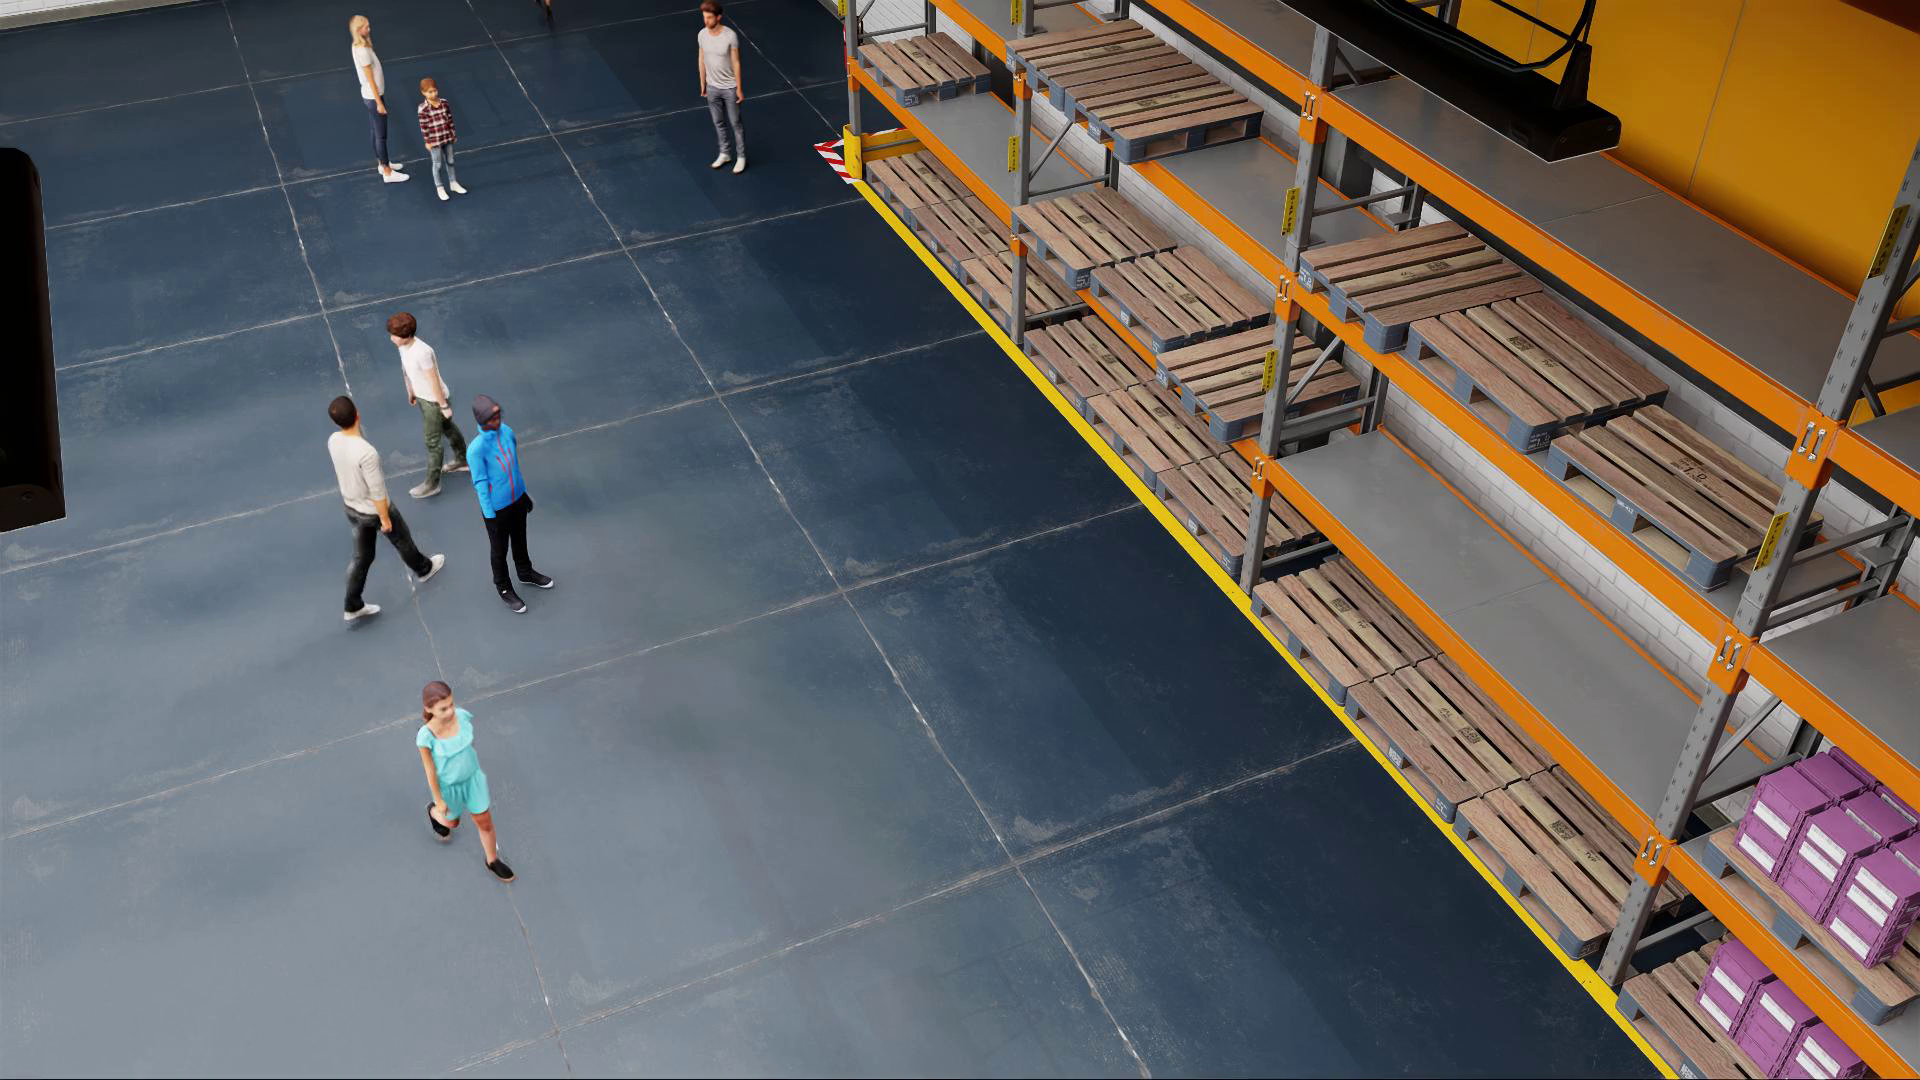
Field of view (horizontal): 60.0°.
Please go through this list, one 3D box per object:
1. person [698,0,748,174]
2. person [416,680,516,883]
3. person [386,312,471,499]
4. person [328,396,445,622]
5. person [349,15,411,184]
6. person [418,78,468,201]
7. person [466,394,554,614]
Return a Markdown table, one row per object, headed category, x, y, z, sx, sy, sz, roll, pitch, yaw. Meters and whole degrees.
| category | x | y | z | sx | sy | sz | roll | pitch | yaw |
| --- | --- | --- | --- | --- | --- | --- | --- | --- | --- |
| person | -2.563 | -4.933 | 18.029 | 0.746 | 1.883 | 0.805 | 12 | 40 | 15 |
| person | -3.162 | 1.460 | 10.300 | 1.046 | 1.538 | 0.761 | 32 | 48 | 33 |
| person | -4.255 | -1.164 | 13.510 | 0.815 | 1.633 | 0.897 | -26 | 46 | -29 |
| person | -4.411 | -0.179 | 12.180 | 1.224 | 1.753 | 1.163 | 23 | 44 | 26 |
| person | -6.300 | -4.737 | 17.845 | 0.661 | 1.806 | 0.435 | -17 | 42 | -20 |
| person | -5.537 | -4.286 | 17.682 | 0.591 | 1.305 | 0.605 | -32 | 48 | -33 |
| person | -3.391 | -0.303 | 12.297 | 0.736 | 1.800 | 0.698 | 18 | 42 | 21 |
